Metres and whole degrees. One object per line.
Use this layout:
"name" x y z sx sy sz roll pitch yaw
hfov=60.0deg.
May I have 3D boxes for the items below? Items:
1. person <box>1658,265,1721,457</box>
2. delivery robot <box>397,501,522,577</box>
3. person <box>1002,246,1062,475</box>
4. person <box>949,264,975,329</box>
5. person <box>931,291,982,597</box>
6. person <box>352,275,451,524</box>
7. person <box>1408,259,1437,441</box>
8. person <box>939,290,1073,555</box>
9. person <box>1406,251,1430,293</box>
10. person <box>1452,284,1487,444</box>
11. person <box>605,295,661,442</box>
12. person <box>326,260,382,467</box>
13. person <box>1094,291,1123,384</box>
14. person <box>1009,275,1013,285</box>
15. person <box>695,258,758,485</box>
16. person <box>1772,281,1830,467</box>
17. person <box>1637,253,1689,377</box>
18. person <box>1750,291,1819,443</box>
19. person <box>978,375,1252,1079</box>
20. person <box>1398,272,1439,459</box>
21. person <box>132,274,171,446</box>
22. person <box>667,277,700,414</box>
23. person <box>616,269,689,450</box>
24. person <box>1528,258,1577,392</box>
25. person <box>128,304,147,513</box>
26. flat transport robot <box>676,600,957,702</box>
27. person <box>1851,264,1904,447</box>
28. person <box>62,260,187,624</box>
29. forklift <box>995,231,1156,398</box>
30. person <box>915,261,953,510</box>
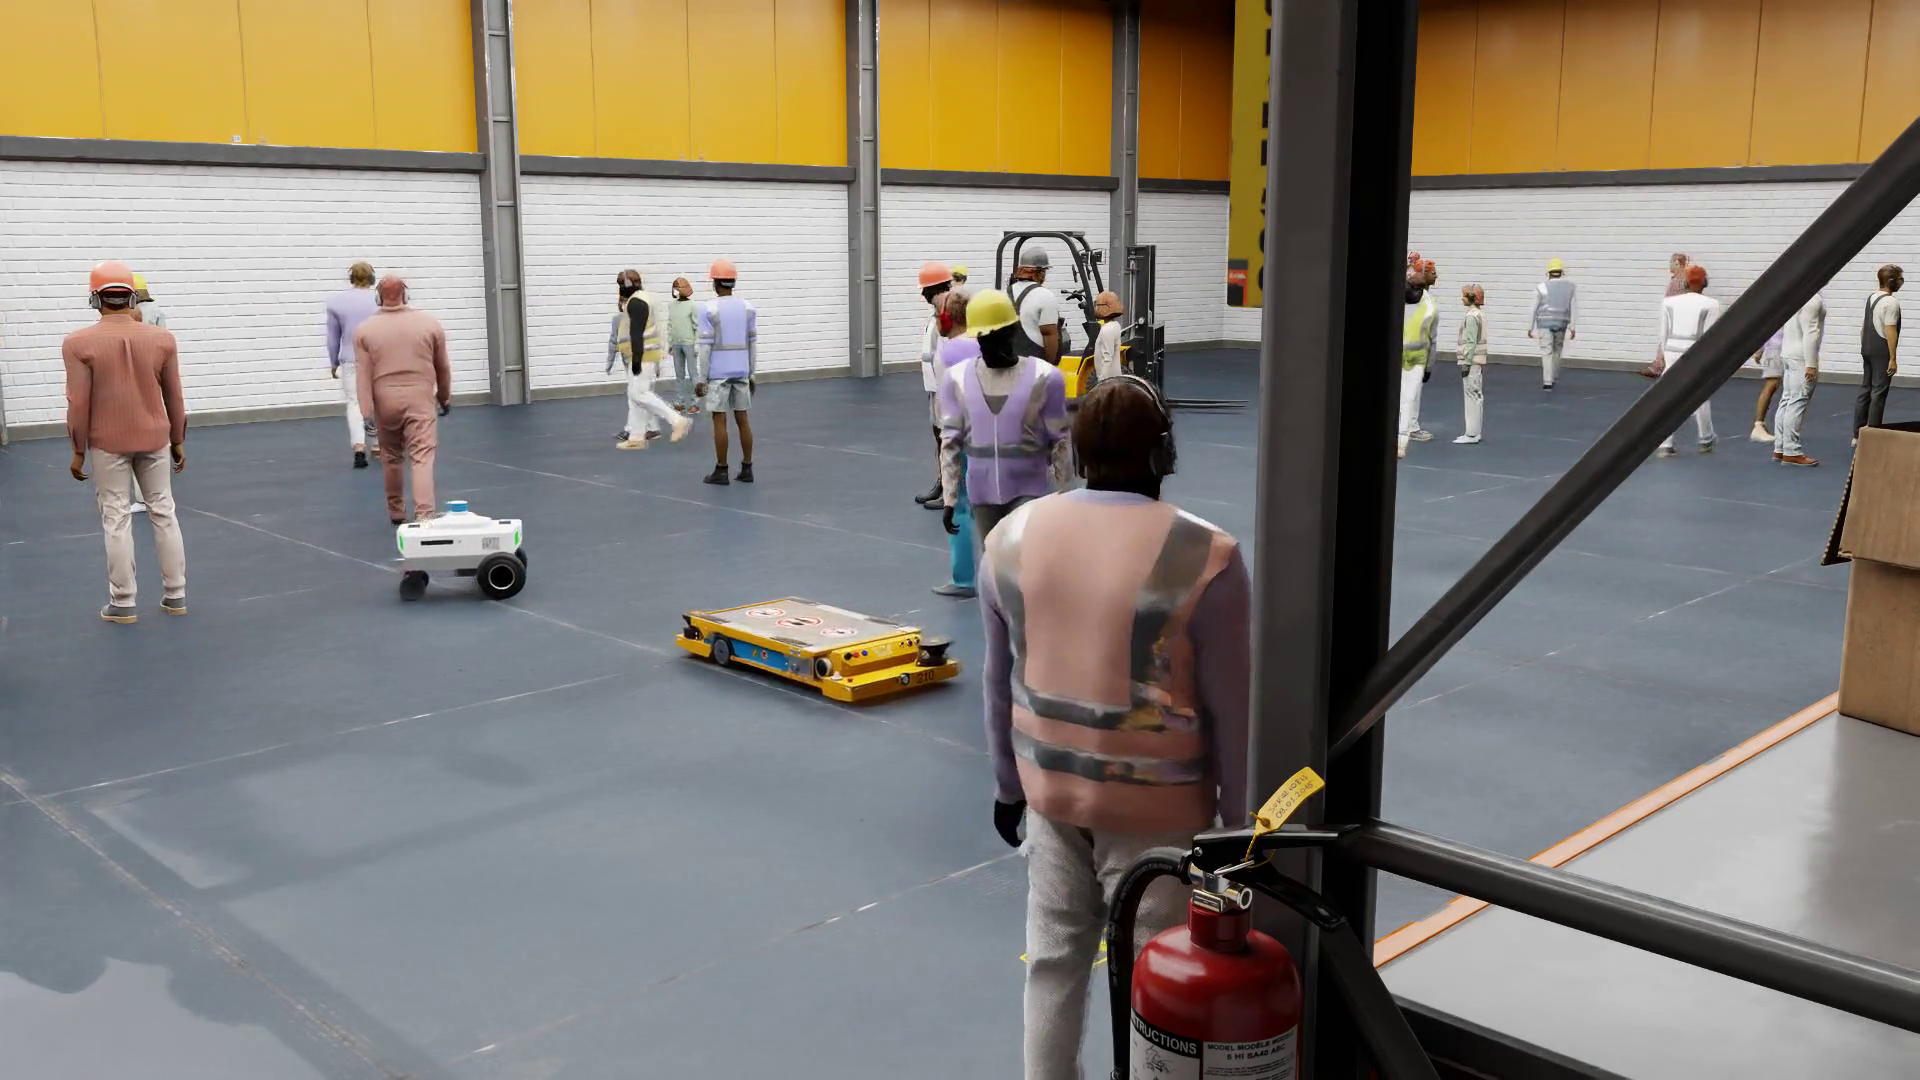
"person" 7.092 -1.738 16.172 0.576 1.833 0.942 9 14 40
"delivery robot" -2.971 0.010 9.891 0.707 0.478 0.477 -3 11 -13
"person" 0.662 -1.602 14.880 0.536 2.000 0.684 -9 14 -40
"person" -0.053 -3.037 23.550 0.525 1.731 0.853 3 11 17
"person" 0.116 -0.544 9.743 0.626 1.817 0.576 6 12 29
"person" -3.990 -0.967 11.956 0.639 1.853 1.026 -3 11 -15
"person" 4.801 -1.982 17.385 0.353 1.883 0.572 2 11 11
"person" 0.185 -0.201 7.680 0.598 1.879 0.912 3 11 18
"person" 6.405 -3.160 23.742 0.638 1.909 0.407 -10 14 -43
"person" 5.246 -1.802 17.068 0.310 1.638 0.523 5 12 25
"person" -3.387 -1.783 17.082 0.509 1.588 0.857 6 12 28
"person" -5.547 -1.647 15.493 0.628 1.911 0.952 -4 11 -21
"person" 1.311 -1.400 14.891 0.281 1.633 0.500 2 11 11
"person" 0.597 -2.643 21.604 0.808 1.656 0.543 0 10 -2
"person" -2.014 -1.430 14.272 0.580 1.935 0.359 -8 13 -36
"person" 7.823 -1.656 15.455 0.349 1.935 0.635 2 11 12
"person" 10.782 -3.350 24.922 0.979 1.867 0.663 8 13 36
"person" 8.514 -1.994 17.107 0.680 2.023 0.458 -2 11 -10
"person" 0.358 0.565 3.627 0.656 1.842 0.434 7 13 35
"person" 4.335 -1.728 16.273 0.637 1.792 0.980 3 11 18
"person" -8.235 -1.799 16.763 0.484 1.745 0.307 -7 12 -33
"person" -3.311 -2.329 19.953 0.501 1.633 0.285 7 12 33
"person" -3.102 -1.792 16.573 0.642 1.804 0.682 -2 11 -10
"person" 8.133 -2.966 22.953 0.621 1.801 0.821 1 10 4
"person" -6.356 -1.026 12.831 0.311 1.642 0.513 0 10 -1
"flat transport robot" -0.732 0.509 8.198 0.652 0.197 1.431 -9 14 -42
"person" 9.189 -1.820 16.607 0.330 1.842 0.520 0 10 -1
"person" -4.613 -0.540 9.213 0.395 1.992 0.623 10 14 43
"forklift" 1.222 -2.721 20.561 2.313 2.155 1.214 2 11 13
"person" -0.167 -1.201 13.001 0.372 1.928 0.543 -2 11 -12
